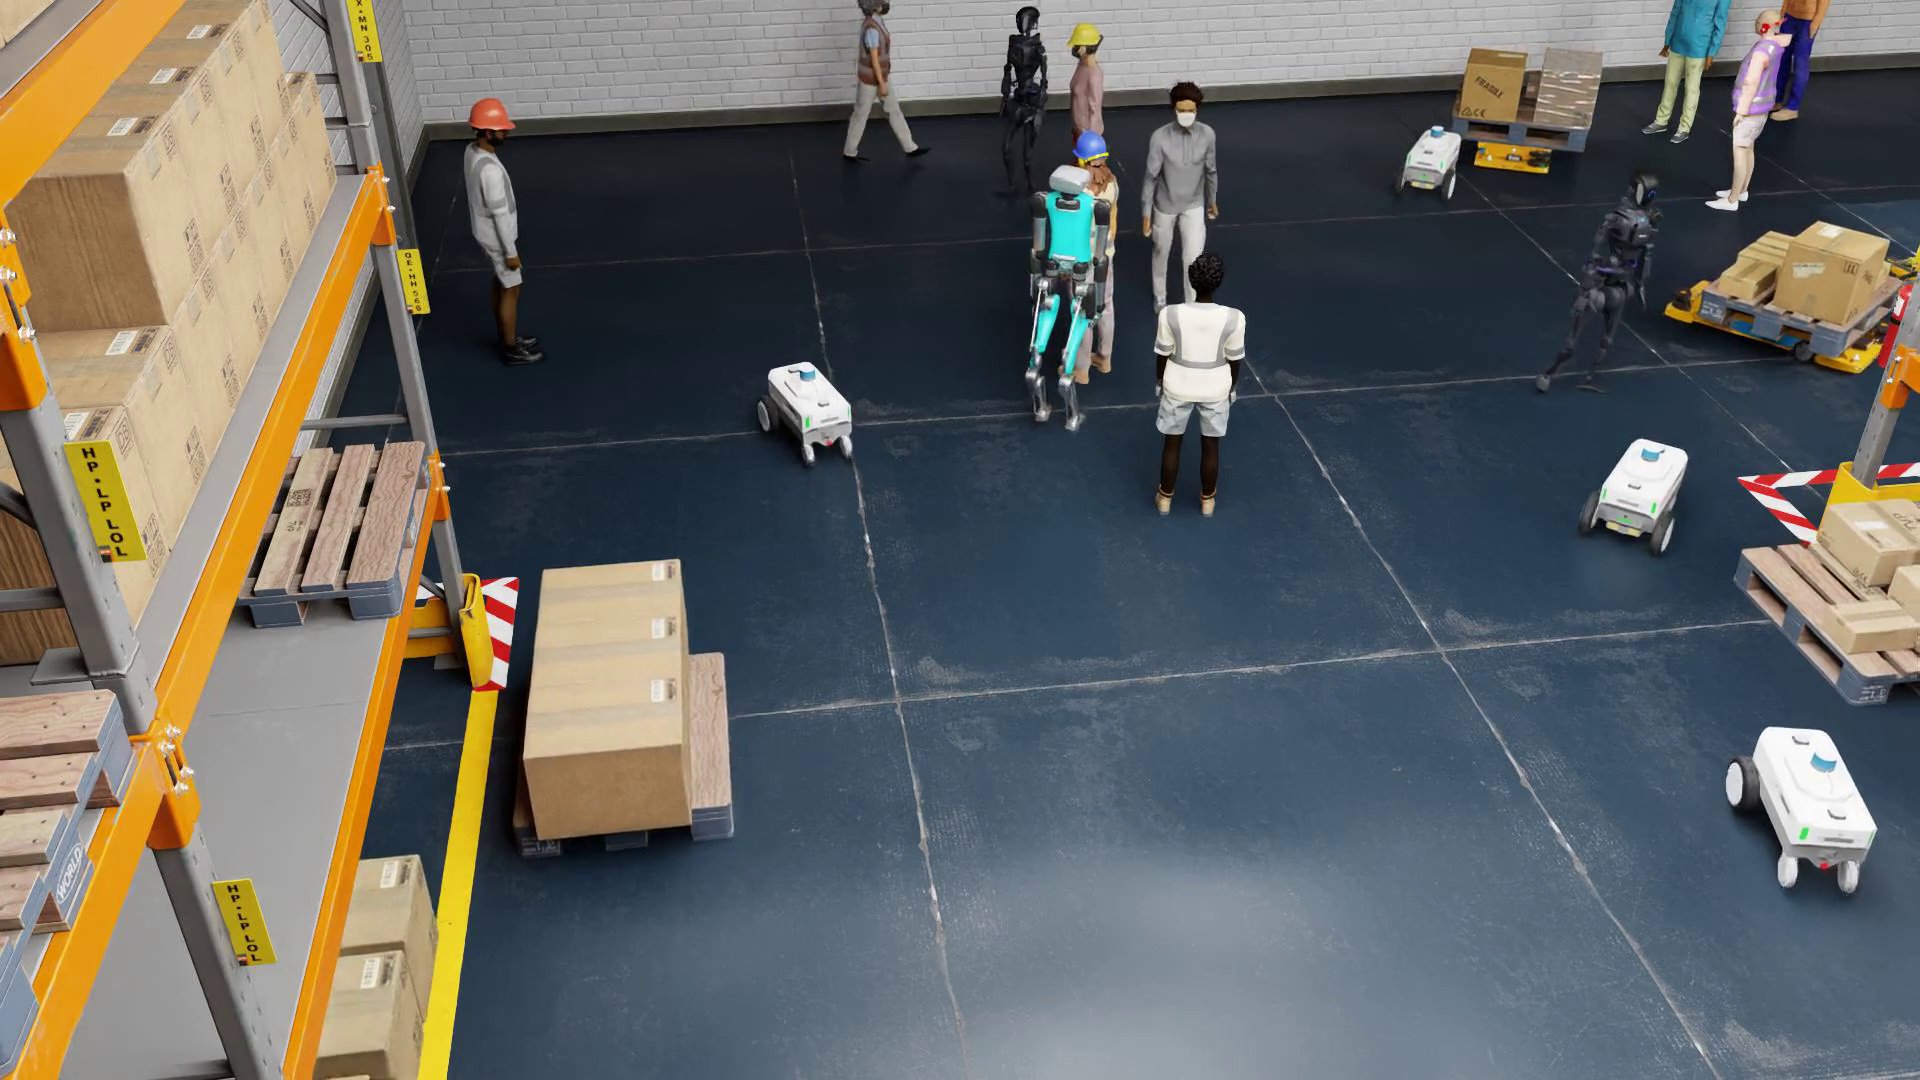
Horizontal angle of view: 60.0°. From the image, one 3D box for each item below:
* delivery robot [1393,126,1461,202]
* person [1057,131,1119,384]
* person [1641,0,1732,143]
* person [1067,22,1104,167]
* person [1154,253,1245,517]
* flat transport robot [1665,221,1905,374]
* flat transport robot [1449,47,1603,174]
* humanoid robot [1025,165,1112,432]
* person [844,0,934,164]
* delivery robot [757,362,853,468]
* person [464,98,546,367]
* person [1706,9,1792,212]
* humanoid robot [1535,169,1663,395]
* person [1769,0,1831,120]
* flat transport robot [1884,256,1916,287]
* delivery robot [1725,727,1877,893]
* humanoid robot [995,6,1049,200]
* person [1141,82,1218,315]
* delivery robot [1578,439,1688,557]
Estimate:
[{"bbox_3d":[4.185,-3.365,14.741,0.499,0.587,0.789,15,36,22],"label":"delivery robot"},{"bbox_3d":[0.875,-1.936,11.438,0.466,1.777,0.325,-26,41,-34],"label":"person"},{"bbox_3d":[6.825,-4.623,15.577,0.334,1.749,0.574,-20,38,-27],"label":"person"},{"bbox_3d":[1.011,-3.351,13.619,0.317,1.767,0.523,-6,34,-9],"label":"person"},{"bbox_3d":[1.407,-0.901,9.928,0.533,1.693,0.320,4,33,6],"label":"person"},{"bbox_3d":[6.079,-1.630,12.350,1.431,0.231,0.659,28,42,36],"label":"flat transport robot"},{"bbox_3d":[5.246,-3.796,15.669,0.659,0.231,1.431,11,35,16],"label":"flat transport robot"},{"bbox_3d":[0.638,-1.489,10.746,0.534,1.751,0.672,11,35,16],"label":"humanoid robot"},{"bbox_3d":[-0.685,-4.172,14.973,0.858,1.637,0.476,6,34,9],"label":"person"},{"bbox_3d":[-0.991,-0.876,10.918,0.499,0.577,0.769,-15,36,-22],"label":"delivery robot"},{"bbox_3d":[-3.192,-2.132,11.609,0.387,1.925,0.547,-16,36,-23],"label":"person"},{"bbox_3d":[6.731,-3.659,14.163,0.357,1.684,0.486,22,39,30],"label":"person"},{"bbox_3d":[4.338,-1.742,11.240,0.598,1.647,0.468,-14,36,-20],"label":"humanoid robot"},{"bbox_3d":[8.136,-5.079,16.082,0.398,1.974,0.517,-11,35,-16],"label":"person"},{"bbox_3d":[7.785,-1.865,12.711,0.659,0.231,1.431,-16,37,-23],"label":"flat transport robot"},{"bbox_3d":[3.945,1.214,7.748,0.499,0.614,0.818,3,33,5],"label":"delivery robot"},{"bbox_3d":[0.553,-3.743,14.297,0.330,1.653,0.584,-23,39,-31],"label":"humanoid robot"},{"bbox_3d":[1.603,-2.395,12.072,0.600,1.851,0.919,-1,33,-1],"label":"person"},{"bbox_3d":[4.105,-0.284,10.041,0.499,0.612,0.805,21,38,28],"label":"delivery robot"}]
